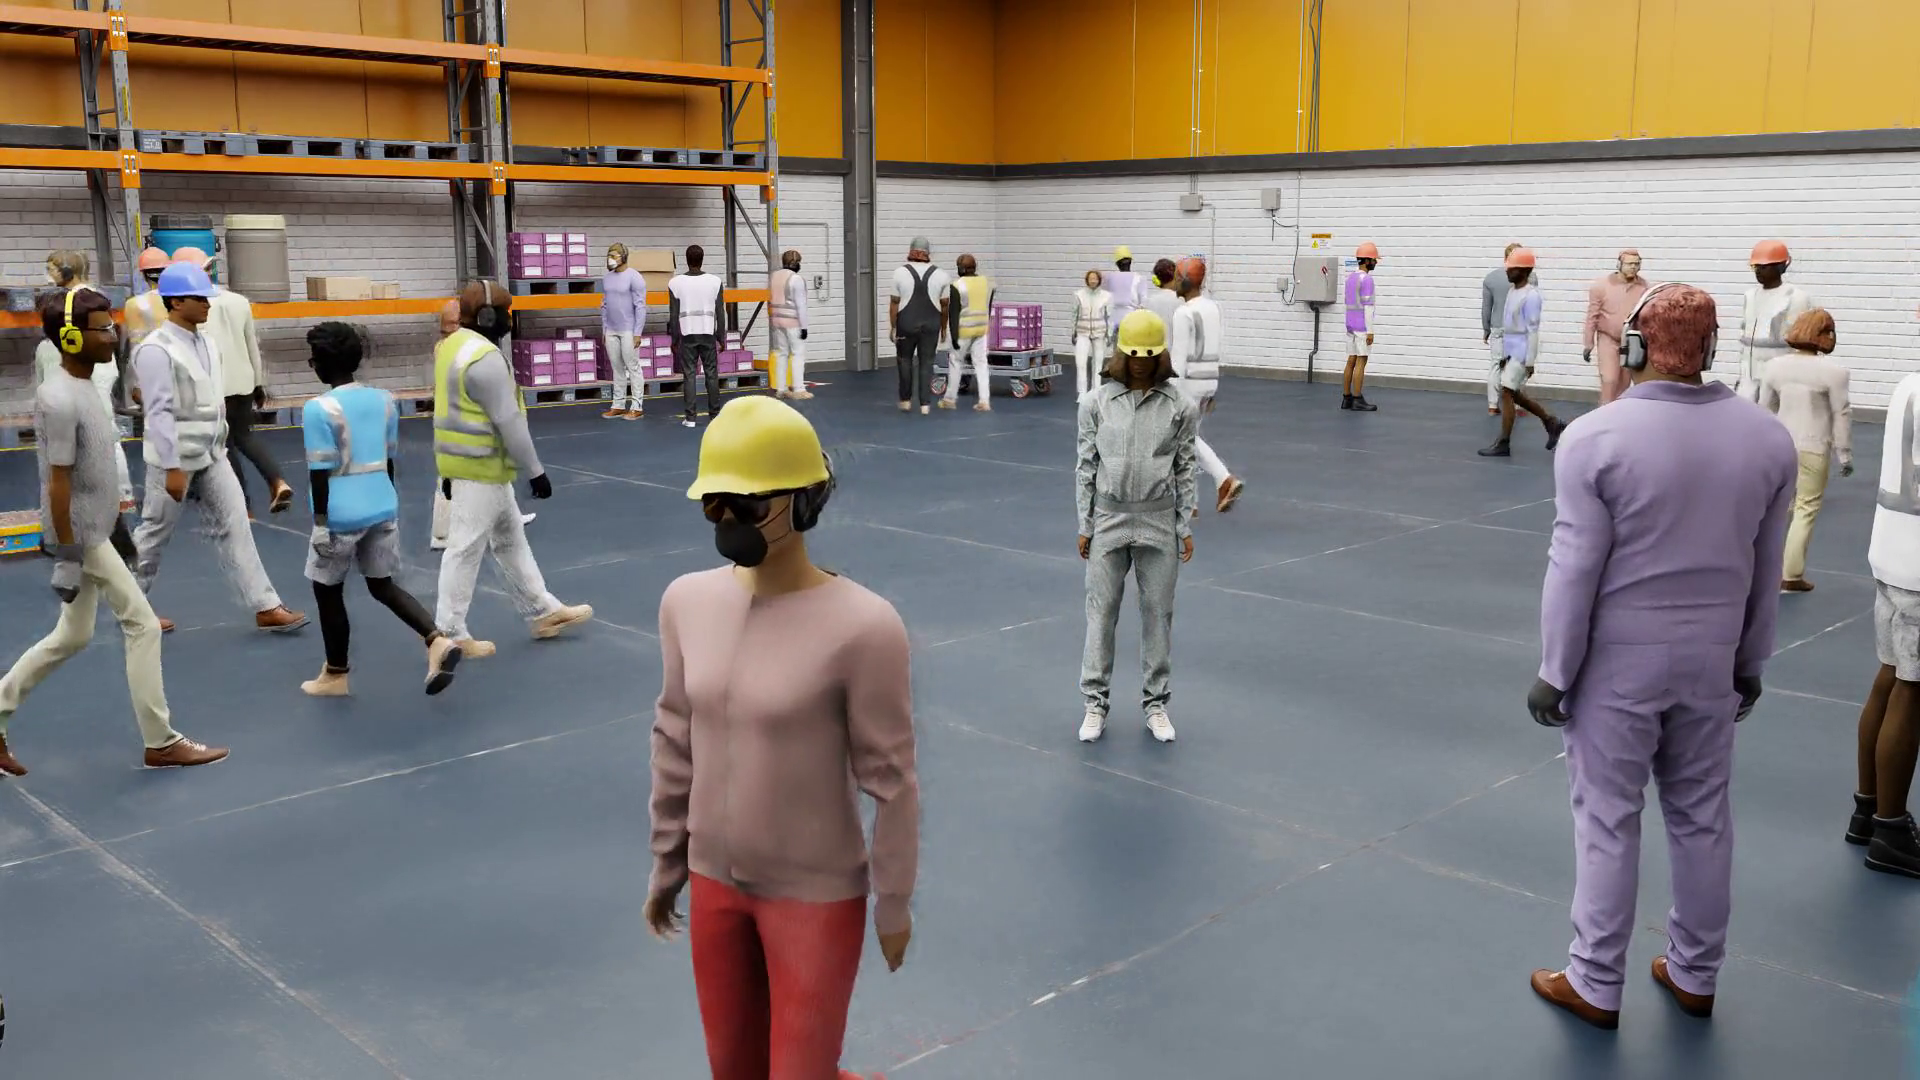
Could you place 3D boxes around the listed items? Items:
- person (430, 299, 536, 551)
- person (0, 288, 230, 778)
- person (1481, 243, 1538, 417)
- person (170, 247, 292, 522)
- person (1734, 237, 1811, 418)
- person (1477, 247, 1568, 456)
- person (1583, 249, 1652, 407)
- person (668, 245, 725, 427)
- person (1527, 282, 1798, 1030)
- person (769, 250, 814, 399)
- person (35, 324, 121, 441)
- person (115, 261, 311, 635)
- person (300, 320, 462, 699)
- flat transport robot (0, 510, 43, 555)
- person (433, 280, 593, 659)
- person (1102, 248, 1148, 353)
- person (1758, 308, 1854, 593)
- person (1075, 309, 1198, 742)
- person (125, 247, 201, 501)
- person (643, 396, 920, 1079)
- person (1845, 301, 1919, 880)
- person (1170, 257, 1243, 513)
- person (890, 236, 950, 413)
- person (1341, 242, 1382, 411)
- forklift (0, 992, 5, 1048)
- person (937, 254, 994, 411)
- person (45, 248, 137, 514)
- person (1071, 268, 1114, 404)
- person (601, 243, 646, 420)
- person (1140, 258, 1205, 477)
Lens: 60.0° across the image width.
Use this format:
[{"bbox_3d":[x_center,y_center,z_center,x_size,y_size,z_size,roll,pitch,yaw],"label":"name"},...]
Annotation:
[{"bbox_3d":[-3.122,-0.749,10.804,0.810,1.606,0.529,-7,13,-35],"label":"person"},{"bbox_3d":[-3.313,-0.014,6.178,0.889,1.841,0.519,-5,11,-24],"label":"person"},{"bbox_3d":[6.137,-2.338,18.585,0.627,1.936,0.376,9,14,39],"label":"person"},{"bbox_3d":[-5.133,-1.060,11.603,0.568,1.948,0.649,6,12,28],"label":"person"},{"bbox_3d":[6.206,-1.284,12.642,0.800,2.014,0.605,-3,11,-18],"label":"person"},{"bbox_3d":[5.198,-1.713,15.220,0.778,1.920,0.544,0,10,1],"label":"person"},{"bbox_3d":[6.535,-1.899,16.327,0.685,1.873,0.840,1,10,4],"label":"person"},{"bbox_3d":[-2.780,-2.156,17.631,0.588,1.920,0.390,-2,11,-13],"label":"person"},{"bbox_3d":[1.761,0.300,4.274,0.652,1.906,0.403,-2,11,-11],"label":"person"},{"bbox_3d":[-2.097,-2.663,20.619,0.429,1.836,0.646,-10,14,-43],"label":"person"},{"bbox_3d":[-5.716,-0.744,10.749,0.522,1.625,0.322,6,12,30],"label":"person"},{"bbox_3d":[-3.848,-0.435,8.320,1.027,1.895,0.632,2,11,9],"label":"person"},{"bbox_3d":[-2.544,-0.108,7.164,0.707,1.669,0.538,4,11,21],"label":"person"},{"bbox_3d":[-6.160,-0.017,10.464,0.652,0.197,1.431,9,14,42],"label":"flat transport robot"},{"bbox_3d":[-2.173,-0.334,8.016,0.904,1.804,0.630,-5,12,-26],"label":"person"},{"bbox_3d":[2.059,-2.634,20.425,0.649,1.853,0.996,4,11,21],"label":"person"},{"bbox_3d":[4.749,-0.490,9.369,0.378,1.622,0.505,-5,12,-27],"label":"person"},{"bbox_3d":[0.700,-0.047,6.637,0.484,1.736,0.305,0,10,1],"label":"person"},{"bbox_3d":[-5.977,-1.226,12.520,0.376,1.934,0.547,8,13,38],"label":"person"},{"bbox_3d":[-0.305,0.605,3.036,0.530,1.754,0.457,7,12,32],"label":"person"},{"bbox_3d":[3.091,0.100,5.277,0.362,1.939,0.543,3,11,18],"label":"person"},{"bbox_3d":[1.672,-1.047,11.721,0.537,1.870,0.604,7,13,34],"label":"person"},{"bbox_3d":[-0.483,-2.489,19.115,0.695,2.000,0.744,-2,11,-9],"label":"person"},{"bbox_3d":[4.663,-2.463,19.259,0.374,1.935,0.552,-2,11,-13],"label":"person"},{"bbox_3d":[-3.245,0.323,3.363,2.313,2.155,1.214,2,11,13],"label":"forklift"},{"bbox_3d":[0.087,-2.396,19.279,0.646,1.812,0.791,-7,13,-34],"label":"person"},{"bbox_3d":[-6.327,-1.123,11.977,0.653,1.924,0.678,-3,11,-17],"label":"person"},{"bbox_3d":[1.572,-2.422,19.872,0.530,1.613,0.672,2,11,10],"label":"person"},{"bbox_3d":[-3.714,-2.288,18.300,0.630,1.940,0.371,7,13,34],"label":"person"},{"bbox_3d":[1.757,-1.439,13.973,0.619,1.830,0.462,8,13,38],"label":"person"}]
